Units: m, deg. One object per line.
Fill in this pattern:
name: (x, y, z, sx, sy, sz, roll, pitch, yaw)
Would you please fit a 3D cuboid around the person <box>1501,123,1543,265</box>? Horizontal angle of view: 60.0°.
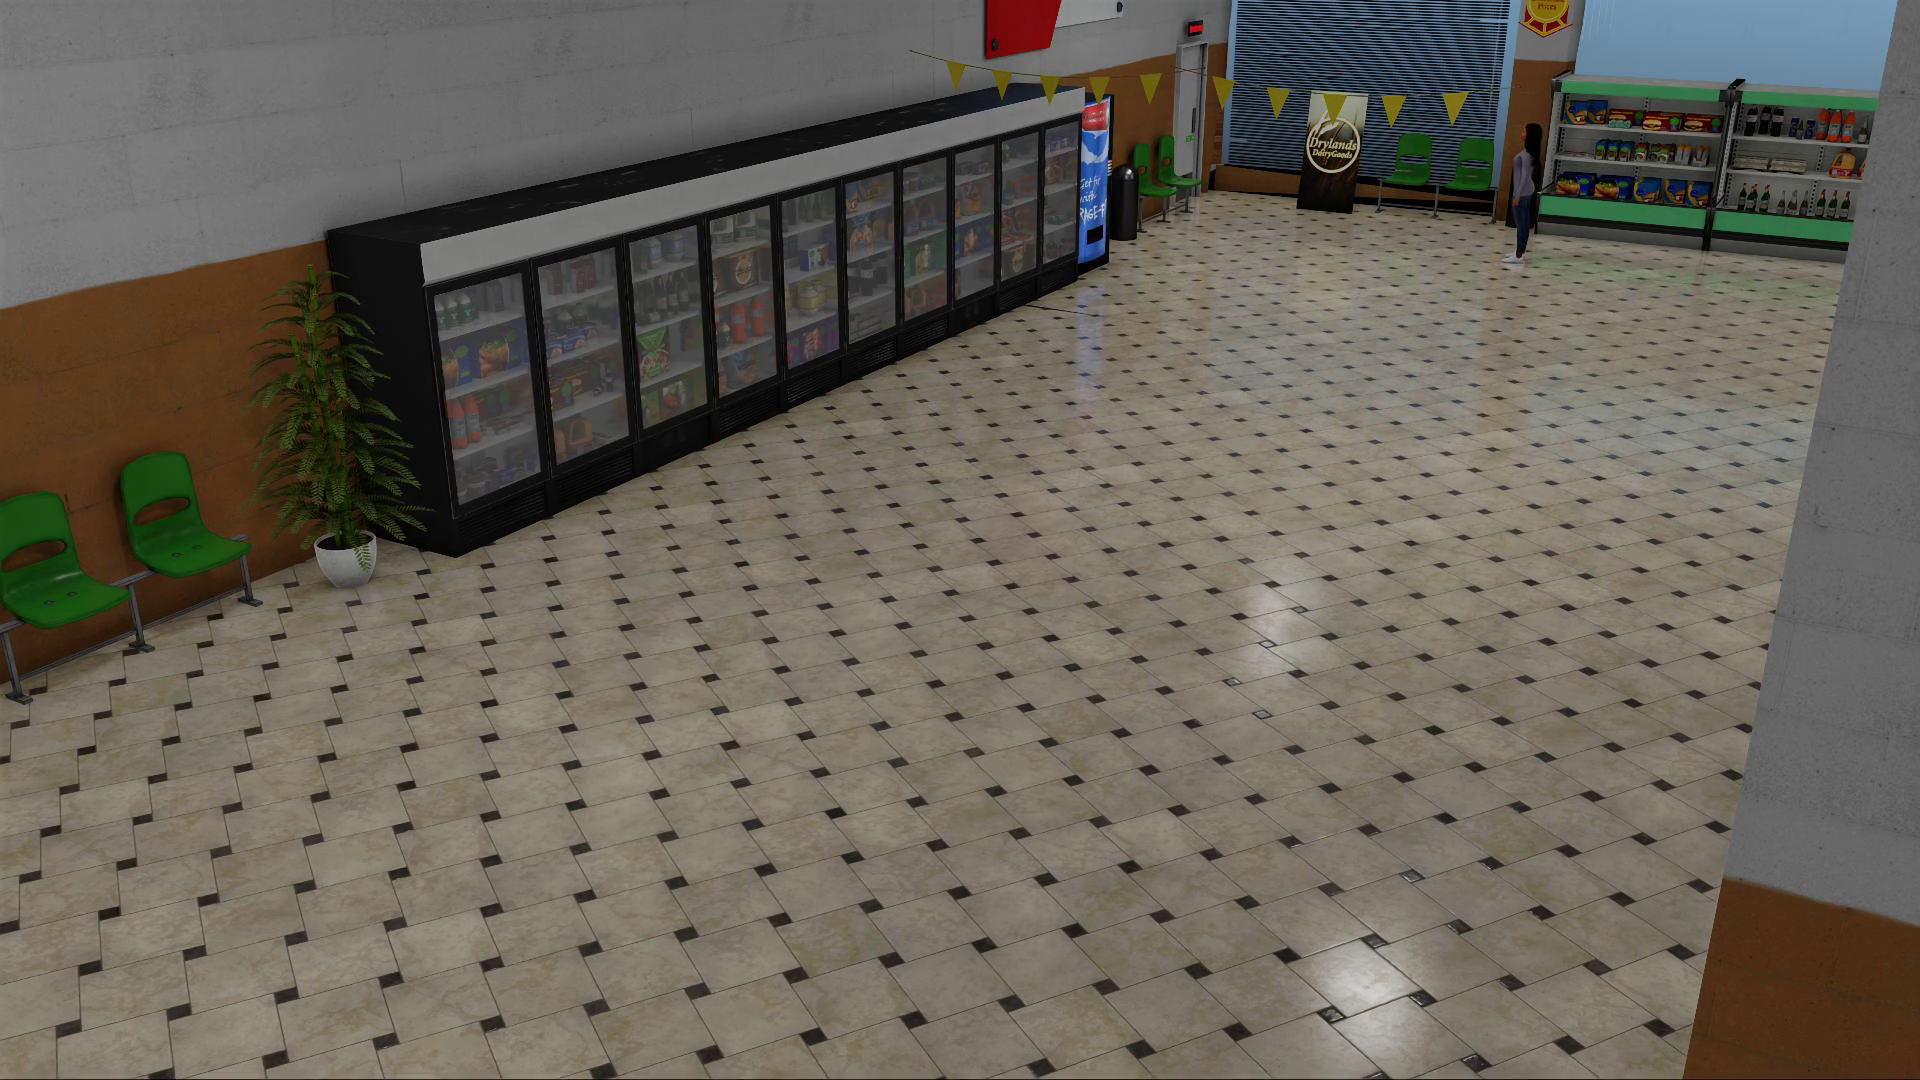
person: (7.120, -4.372, 20.967, 0.512, 1.736, 0.596, 12, 25, 27)
